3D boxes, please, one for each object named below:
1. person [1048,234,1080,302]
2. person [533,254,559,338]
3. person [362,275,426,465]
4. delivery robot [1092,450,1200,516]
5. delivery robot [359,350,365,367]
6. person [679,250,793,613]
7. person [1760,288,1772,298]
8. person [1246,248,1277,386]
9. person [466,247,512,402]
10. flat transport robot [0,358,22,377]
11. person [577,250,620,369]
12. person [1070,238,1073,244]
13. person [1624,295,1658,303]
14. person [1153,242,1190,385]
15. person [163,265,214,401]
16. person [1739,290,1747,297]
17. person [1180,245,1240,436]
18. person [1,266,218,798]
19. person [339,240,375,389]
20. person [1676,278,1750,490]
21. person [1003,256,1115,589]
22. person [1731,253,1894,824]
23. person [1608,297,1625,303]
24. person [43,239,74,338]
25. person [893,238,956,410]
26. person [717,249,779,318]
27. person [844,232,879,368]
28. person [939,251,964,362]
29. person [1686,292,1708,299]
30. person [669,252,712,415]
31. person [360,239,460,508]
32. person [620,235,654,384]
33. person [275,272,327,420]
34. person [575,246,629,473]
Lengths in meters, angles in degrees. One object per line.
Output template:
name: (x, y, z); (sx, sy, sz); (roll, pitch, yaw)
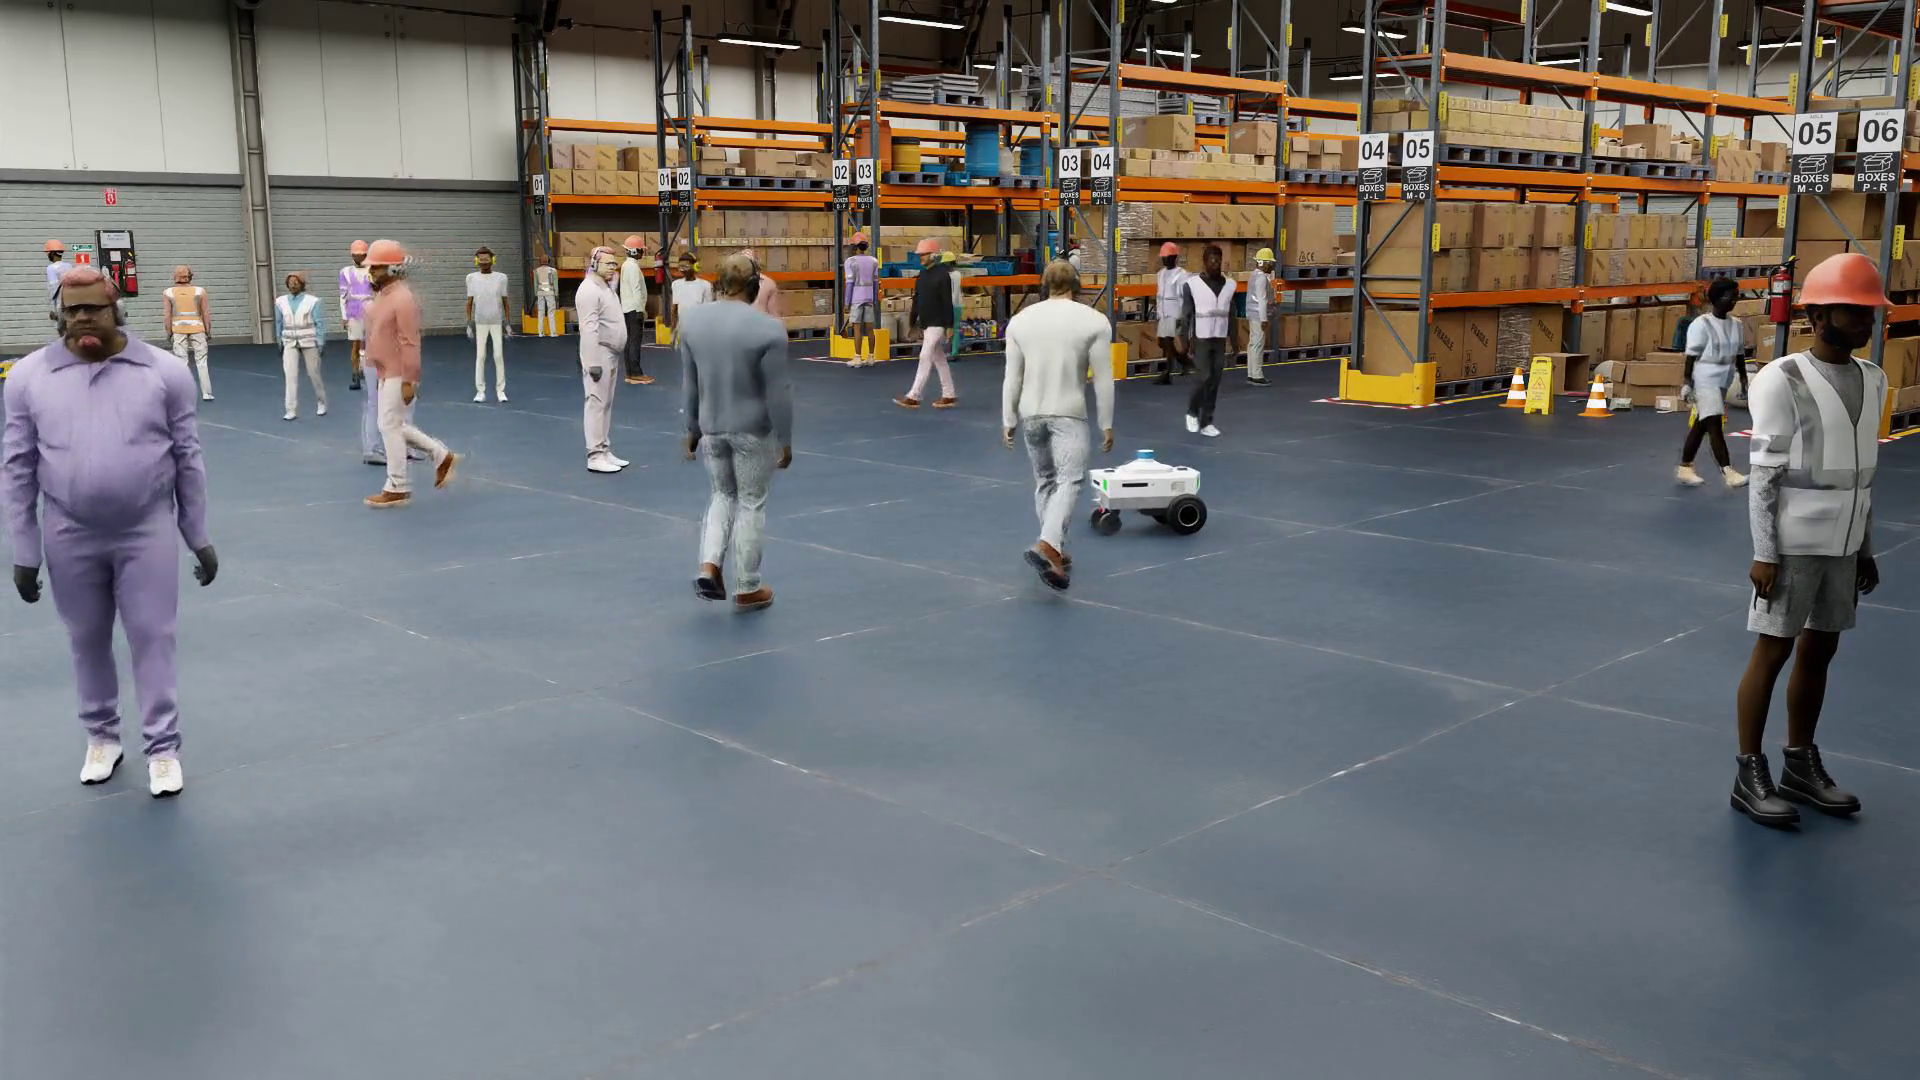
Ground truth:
person: (1.695, -4.117, 27.992); (0.537, 2.000, 0.674); (-8, 13, -38)
person: (-8.131, -4.793, 32.693); (0.508, 1.629, 0.315); (3, 11, 14)
person: (-4.971, -1.523, 14.551); (0.591, 1.750, 0.529); (2, 11, 9)
delivery robot: (1.268, -0.375, 11.386); (0.707, 0.478, 0.477); (-2, 10, -10)
delivery robot: (-8.112, -2.589, 23.460); (0.477, 0.478, 0.707); (8, 13, 37)
person: (-1.174, -0.571, 8.869); (0.651, 1.922, 0.450); (4, 11, 23)
person: (15.737, -4.879, 32.023); (0.605, 2.045, 0.381); (6, 12, 31)
person: (4.044, -2.996, 22.350); (0.404, 1.827, 0.589); (0, 10, 0)
person: (-5.698, -2.604, 20.110); (0.533, 1.864, 0.310); (-3, 11, -14)
flat transport robot: (-13.382, -2.483, 23.913); (0.652, 0.197, 1.431); (-4, 11, -22)
person: (-5.352, -3.414, 24.671); (0.627, 1.809, 0.748); (5, 11, 25)
person: (2.311, -5.469, 35.505); (0.415, 1.952, 0.626); (-7, 13, -35)
person: (11.723, -4.151, 28.693); (0.708, 1.812, 0.599); (-9, 14, -40)
person: (2.909, -3.077, 22.572); (0.656, 1.916, 0.547); (-8, 13, -36)
person: (-9.327, -2.492, 20.117); (0.512, 1.638, 0.312); (-4, 11, -20)
person: (15.314, -4.905, 32.795); (0.586, 1.815, 0.678); (-4, 11, -18)
person: (2.521, -1.999, 16.720); (0.591, 1.903, 0.454); (-5, 11, -24)
person: (-3.085, -0.035, 6.046); (0.666, 1.907, 0.474); (-4, 11, -20)
person: (-7.823, -2.950, 21.789); (0.545, 1.941, 0.351); (-3, 11, -17)
person: (6.012, -1.216, 13.078); (0.557, 1.652, 0.835); (-6, 12, -28)
person: (0.521, -0.678, 9.569); (0.658, 1.892, 0.980); (4, 11, 21)
person: (2.938, -0.001, 5.704); (0.543, 1.942, 0.349); (-4, 11, -22)
person: (12.822, -4.820, 32.261); (0.606, 1.832, 0.951); (9, 13, 39)
person: (-13.249, -3.448, 24.508); (0.379, 1.937, 0.548); (1, 10, 5)
person: (-0.437, -2.485, 19.209); (0.973, 1.947, 0.642); (-6, 12, -30)
person: (-2.250, -2.124, 17.533); (0.664, 1.838, 1.017); (-2, 11, -9)
person: (-1.527, -3.673, 25.449); (0.607, 2.044, 0.371); (-9, 14, -40)
person: (-0.133, -3.724, 26.546); (0.406, 1.749, 0.522); (-6, 12, -29)
person: (13.871, -4.530, 31.235); (0.279, 1.634, 0.499); (-8, 13, -37)
person: (-2.979, -2.351, 18.868); (0.542, 1.830, 0.919); (5, 11, 23)
person: (-4.154, -1.253, 12.446); (0.677, 1.971, 0.628); (-7, 12, -32)
person: (-4.424, -3.137, 22.661); (0.381, 1.994, 0.620); (-5, 11, -24)
person: (-7.289, -2.162, 18.404); (0.531, 1.609, 0.766); (0, 10, -3)
person: (-3.041, -1.545, 14.230); (0.400, 1.905, 0.643); (0, 10, 2)
